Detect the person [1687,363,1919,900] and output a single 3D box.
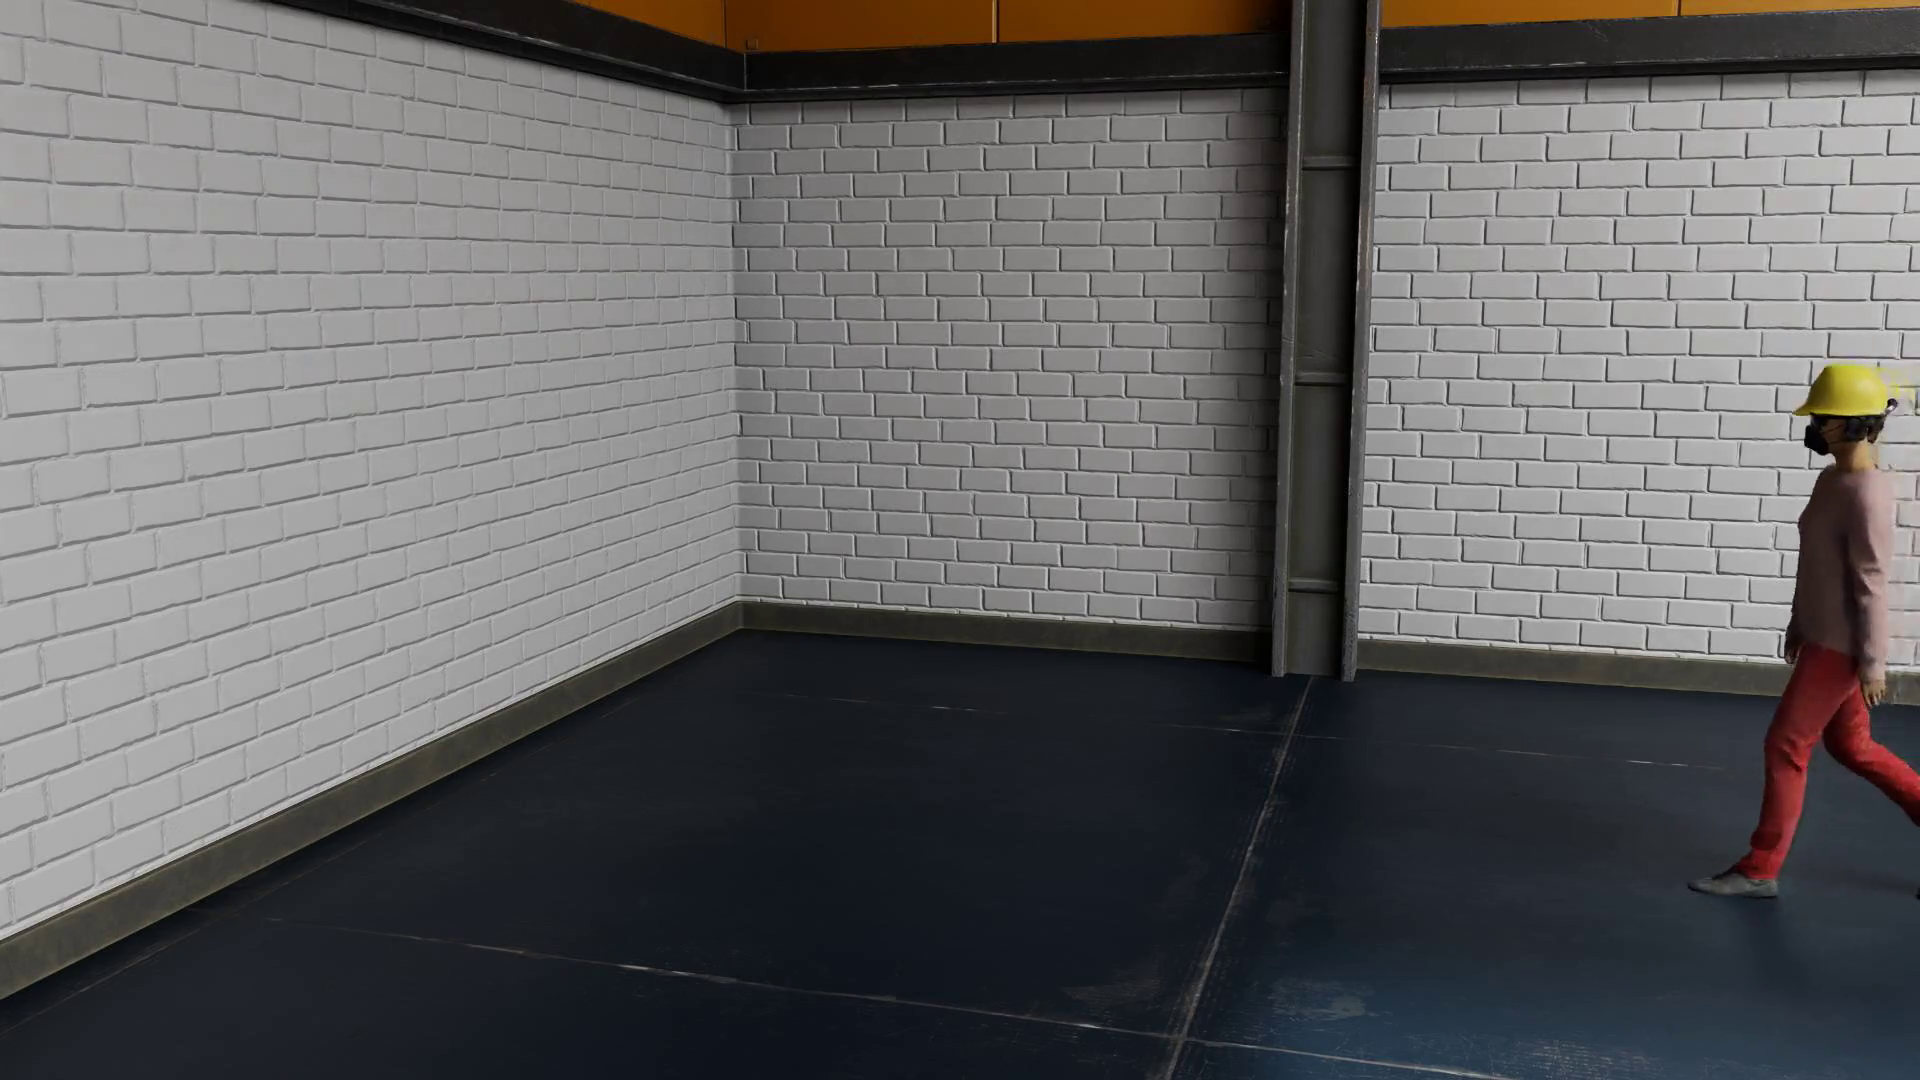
[{"bbox_3d":[2.814,0.312,5.209,0.819,1.740,0.527,3,10,20],"label":"person"}]
